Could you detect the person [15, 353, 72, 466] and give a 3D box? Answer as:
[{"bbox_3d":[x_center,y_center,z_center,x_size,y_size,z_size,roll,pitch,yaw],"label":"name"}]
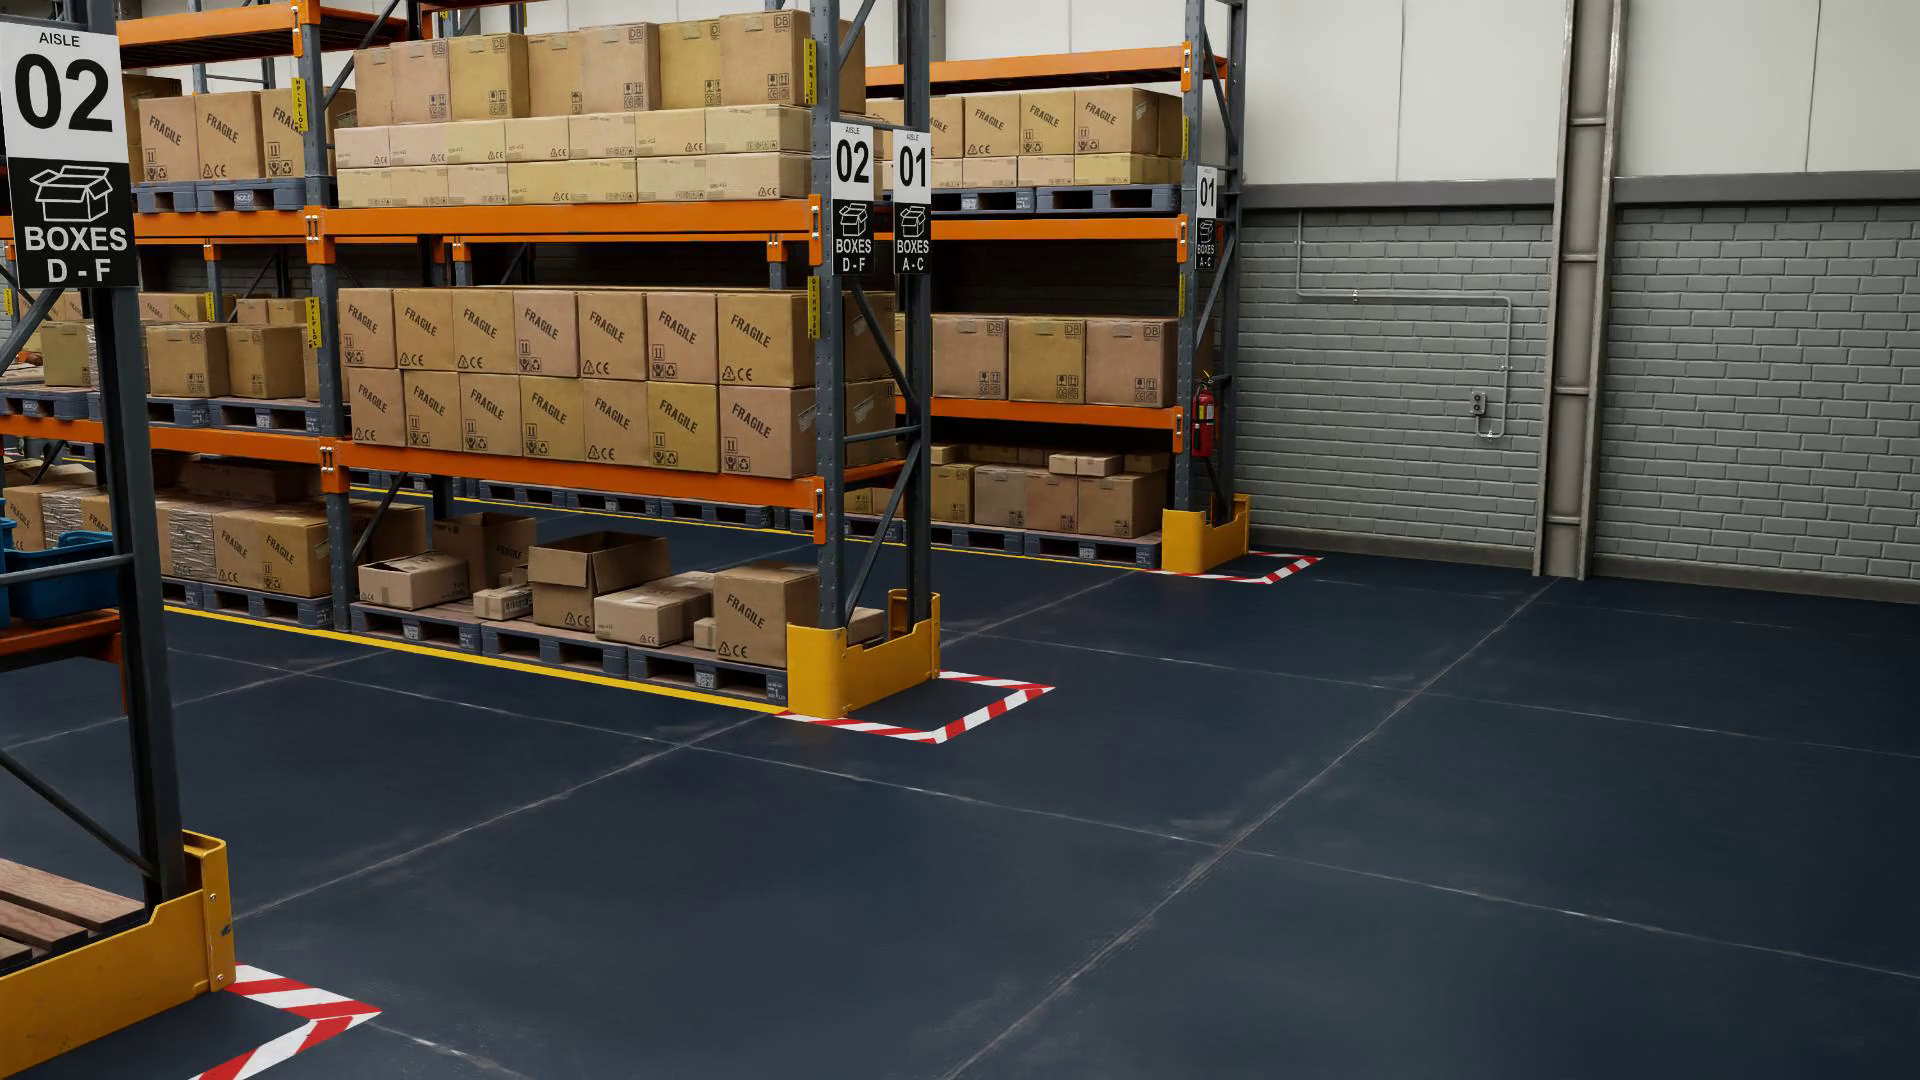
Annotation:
[{"bbox_3d":[-8.627,-0.941,15.639,0.264,1.632,0.507,6,12,33],"label":"person"}]
